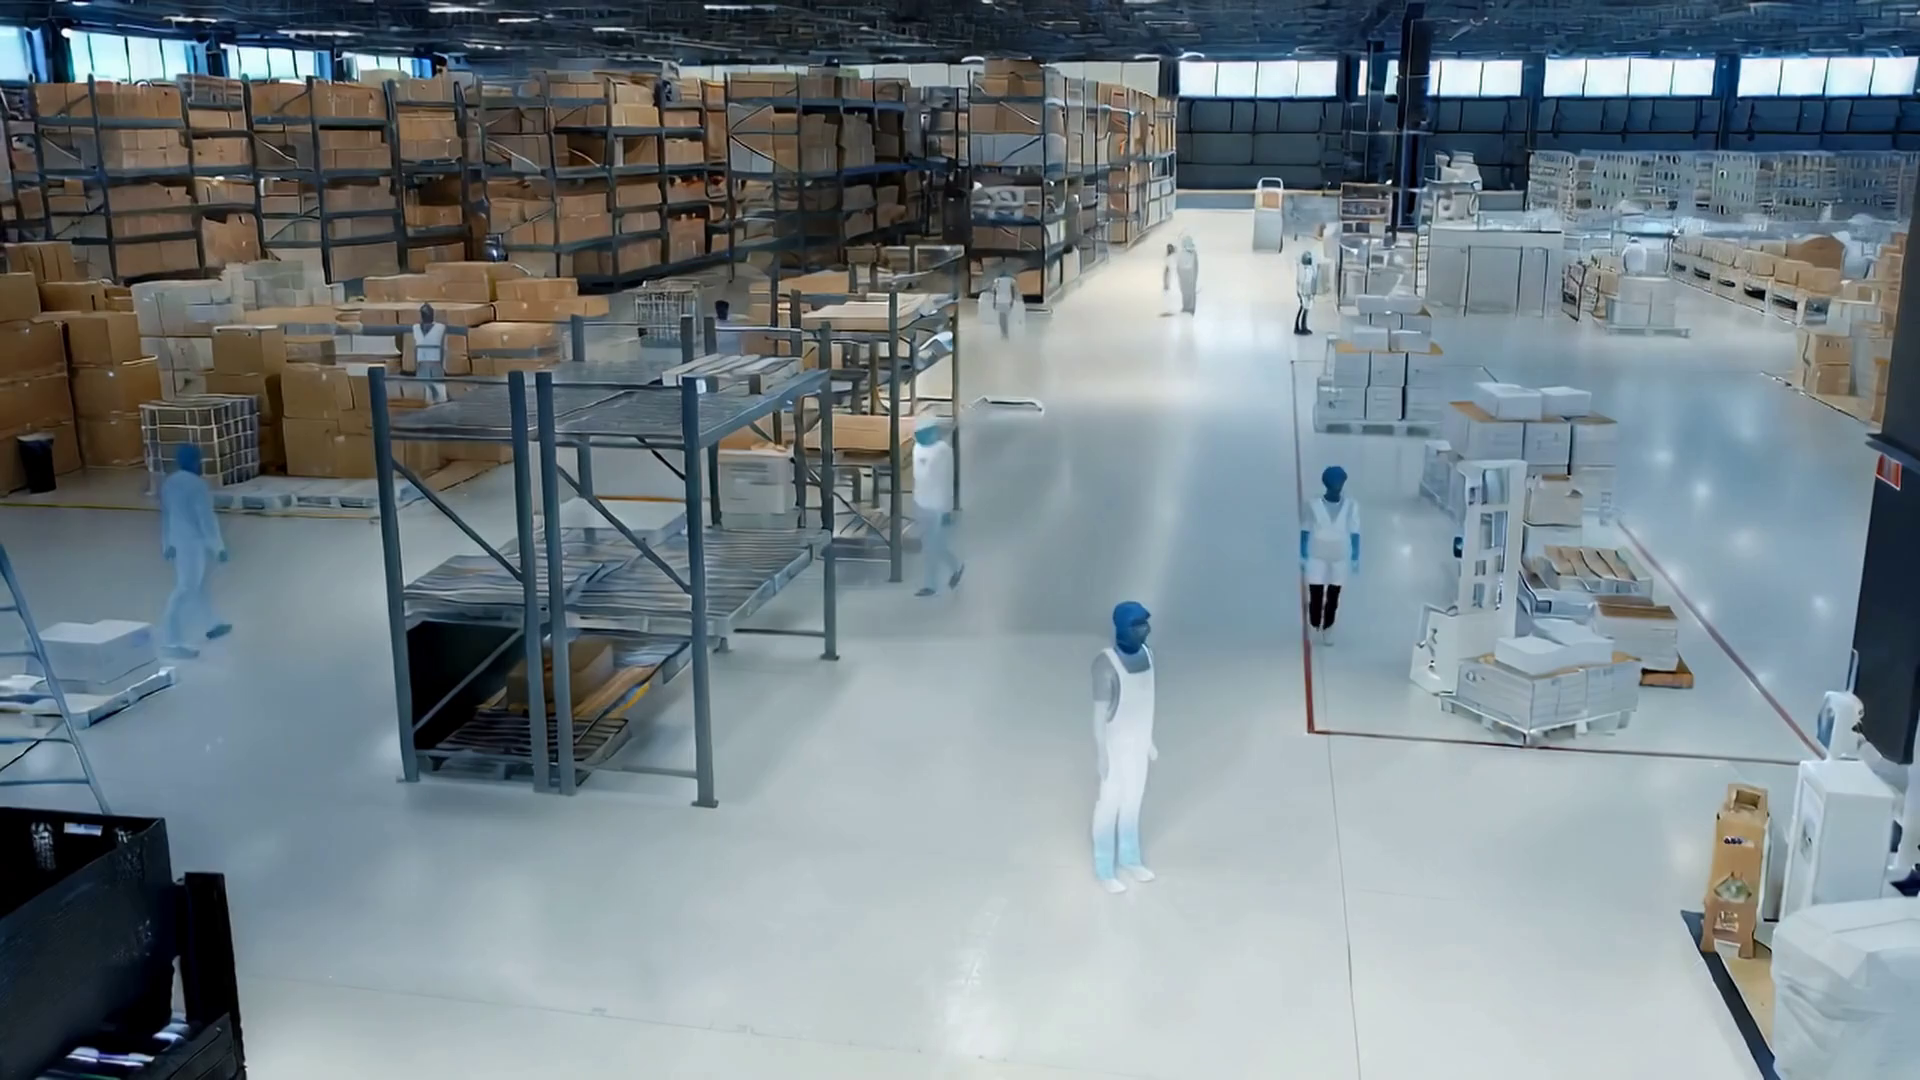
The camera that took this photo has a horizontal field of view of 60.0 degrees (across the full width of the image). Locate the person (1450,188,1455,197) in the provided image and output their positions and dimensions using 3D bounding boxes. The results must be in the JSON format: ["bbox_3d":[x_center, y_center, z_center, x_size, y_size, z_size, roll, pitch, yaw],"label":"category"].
[{"bbox_3d":[23.177,-15.592,78.370,0.656,1.967,0.725,1,14,6],"label":"person"}]

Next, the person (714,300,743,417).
[{"bbox_3d":[-3.812,-2.936,27.043,0.626,1.952,0.417,1,14,4],"label":"person"}]

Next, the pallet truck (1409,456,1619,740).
[{"bbox_3d":[4.504,0.400,13.395,0.823,1.965,1.885,-6,15,-23],"label":"pallet truck"}]

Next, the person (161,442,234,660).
[{"bbox_3d":[-6.939,0.083,14.955,0.646,1.891,0.850,11,18,38],"label":"person"}]

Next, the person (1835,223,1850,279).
[{"bbox_3d":[27.895,-9.141,52.610,0.326,1.767,0.533,-7,16,-27],"label":"person"}]

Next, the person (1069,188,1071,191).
[{"bbox_3d":[5.361,-16.527,82.476,0.641,1.824,0.564,-2,14,-9],"label":"person"}]

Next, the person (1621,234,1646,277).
[{"bbox_3d":[18.803,-7.633,46.456,0.607,1.788,0.915,2,14,9],"label":"person"}]

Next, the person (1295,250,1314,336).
[{"bbox_3d":[7.908,-5.657,38.116,0.359,1.936,0.544,-6,15,-23],"label":"person"}]

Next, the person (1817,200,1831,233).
[{"bbox_3d":[35.717,-13.145,68.750,0.403,1.825,0.604,-6,15,-24],"label":"person"}]

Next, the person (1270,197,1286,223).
[{"bbox_3d":[13.527,-13.680,70.813,0.645,1.882,1.046,7,16,28],"label":"person"}]

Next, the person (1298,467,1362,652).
[{"bbox_3d":[3.334,0.178,14.928,0.552,1.677,0.565,0,14,-1],"label":"person"}]

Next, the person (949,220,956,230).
[{"bbox_3d":[-0.251,-9.053,52.052,0.411,1.881,0.759,0,14,1],"label":"person"}]

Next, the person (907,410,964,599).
[{"bbox_3d":[-0.272,-0.366,16.705,0.458,1.900,0.611,-12,18,-41],"label":"person"}]

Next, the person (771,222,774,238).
[{"bbox_3d":[-6.236,-10.576,57.936,0.651,2.004,0.932,-4,14,-17],"label":"person"}]

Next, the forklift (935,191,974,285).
[{"bbox_3d":[-0.091,-9.197,50.543,1.129,2.768,1.873,3,14,10],"label":"forklift"}]

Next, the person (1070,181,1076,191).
[{"bbox_3d":[6.092,-18.317,89.509,0.633,1.934,0.506,-1,14,-3],"label":"person"}]

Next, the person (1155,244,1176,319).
[{"bbox_3d":[5.164,-6.456,41.555,0.562,1.836,0.529,11,18,38],"label":"person"}]

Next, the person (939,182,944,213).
[{"bbox_3d":[-0.967,-19.523,94.778,0.564,1.755,0.323,-6,15,-23],"label":"person"}]

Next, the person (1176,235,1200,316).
[{"bbox_3d":[5.728,-6.696,42.116,0.537,2.000,0.689,12,18,40],"label":"person"}]

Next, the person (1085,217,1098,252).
[{"bbox_3d":[4.729,-10.743,59.495,0.777,1.605,0.506,0,14,-1],"label":"person"}]

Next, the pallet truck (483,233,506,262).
[{"bbox_3d":[-11.832,-7.026,43.548,1.885,1.965,0.823,8,16,28],"label":"pallet truck"}]

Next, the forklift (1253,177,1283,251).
[{"bbox_3d":[12.083,-12.747,64.956,1.129,2.768,1.873,3,14,10],"label":"forklift"}]

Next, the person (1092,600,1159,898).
[{"bbox_3d":[1.023,1.263,10.205,0.506,1.847,0.345,-13,19,-42],"label":"person"}]

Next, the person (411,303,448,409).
[{"bbox_3d":[-8.516,-2.853,26.765,0.590,1.920,0.391,1,14,5],"label":"person"}]

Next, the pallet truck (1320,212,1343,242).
[{"bbox_3d":[15.874,-13.227,70.310,0.680,1.201,1.601,10,17,35],"label":"pallet truck"}]

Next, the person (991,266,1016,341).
[{"bbox_3d":[0.952,-5.335,37.378,0.549,1.642,0.858,-6,15,-22],"label":"person"}]

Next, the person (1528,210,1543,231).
[{"bbox_3d":[21.605,-11.537,62.503,0.536,1.694,0.369,7,16,27],"label":"person"}]
